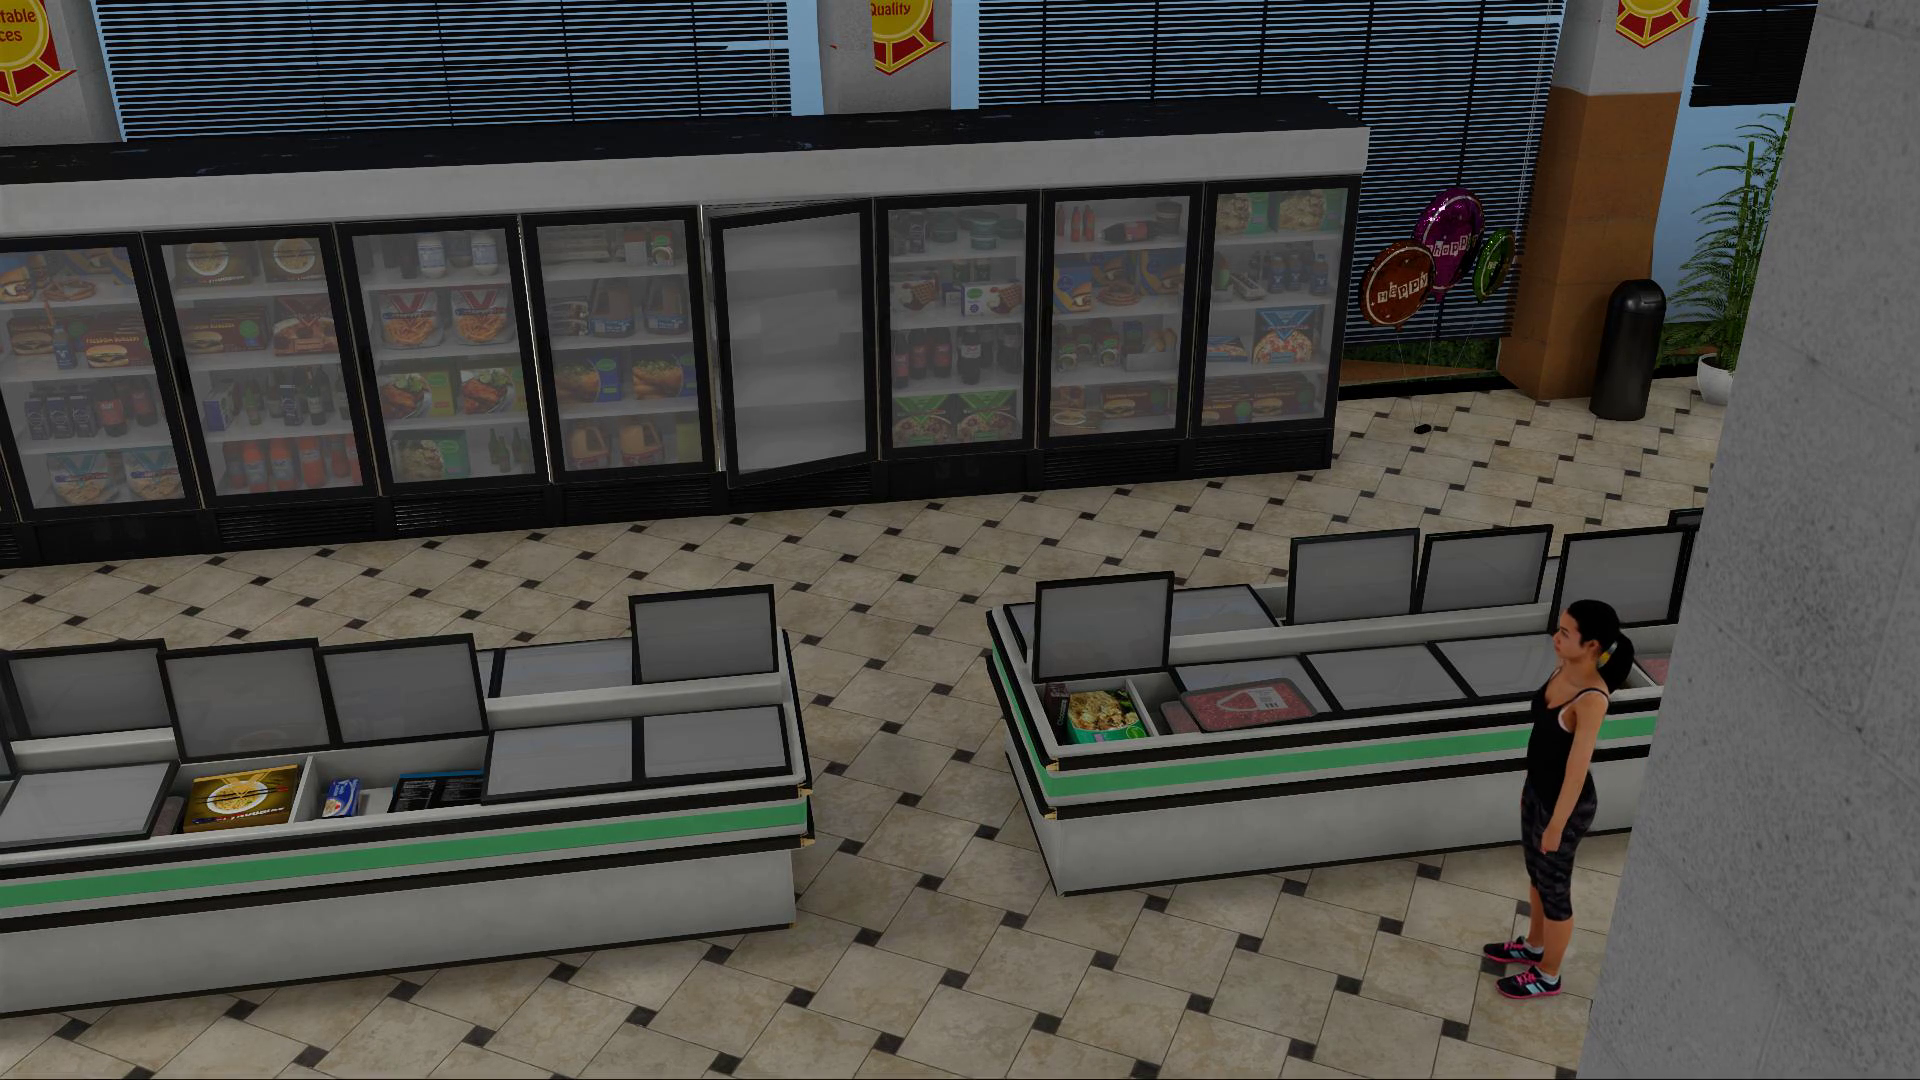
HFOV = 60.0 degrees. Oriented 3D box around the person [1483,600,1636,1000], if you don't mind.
[{"bbox_3d":[2.308,1.003,6.374,0.595,1.725,0.604,1,27,2],"label":"person"}]
